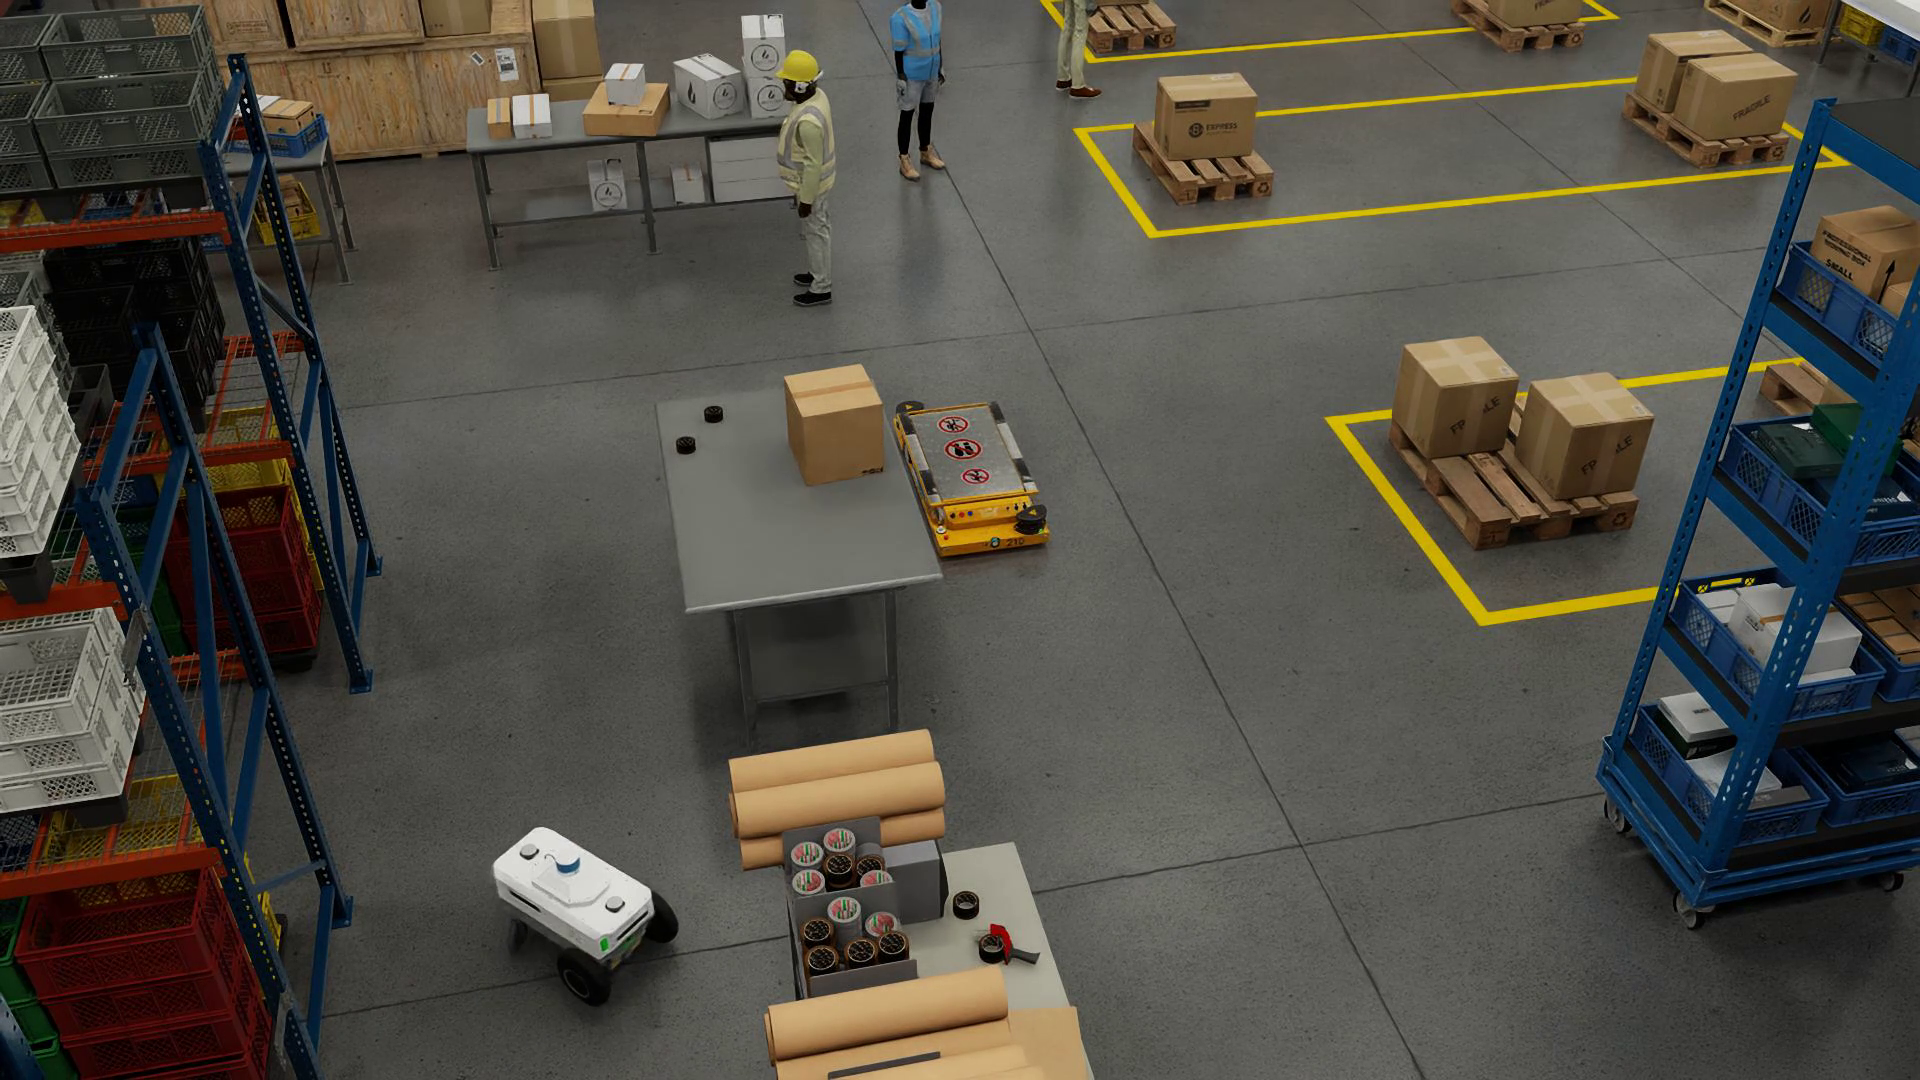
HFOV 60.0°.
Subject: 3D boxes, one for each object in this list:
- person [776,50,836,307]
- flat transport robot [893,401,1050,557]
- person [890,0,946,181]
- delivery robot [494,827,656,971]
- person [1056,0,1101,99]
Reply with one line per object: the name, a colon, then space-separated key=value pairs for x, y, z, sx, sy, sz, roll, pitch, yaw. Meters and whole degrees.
person: x=-1.066 y=-2.520 z=11.616 sx=0.403 sy=1.835 sz=0.588 roll=0 pitch=37 yaw=-1
flat transport robot: x=0.046 y=-0.430 z=10.108 sx=0.652 sy=0.197 sz=1.431 roll=-8 pitch=37 yaw=-10
person: x=-0.328 y=-3.767 z=13.405 sx=0.318 sy=1.700 sz=0.534 roll=30 pitch=46 yaw=34
delivery robot: x=-1.662 y=1.526 z=7.168 sx=0.707 sy=0.478 sz=0.477 roll=23 pitch=42 yaw=28
person: x=1.061 y=-4.875 z=14.759 sx=0.328 sy=1.865 sz=0.521 roll=-17 pitch=40 yaw=-21
